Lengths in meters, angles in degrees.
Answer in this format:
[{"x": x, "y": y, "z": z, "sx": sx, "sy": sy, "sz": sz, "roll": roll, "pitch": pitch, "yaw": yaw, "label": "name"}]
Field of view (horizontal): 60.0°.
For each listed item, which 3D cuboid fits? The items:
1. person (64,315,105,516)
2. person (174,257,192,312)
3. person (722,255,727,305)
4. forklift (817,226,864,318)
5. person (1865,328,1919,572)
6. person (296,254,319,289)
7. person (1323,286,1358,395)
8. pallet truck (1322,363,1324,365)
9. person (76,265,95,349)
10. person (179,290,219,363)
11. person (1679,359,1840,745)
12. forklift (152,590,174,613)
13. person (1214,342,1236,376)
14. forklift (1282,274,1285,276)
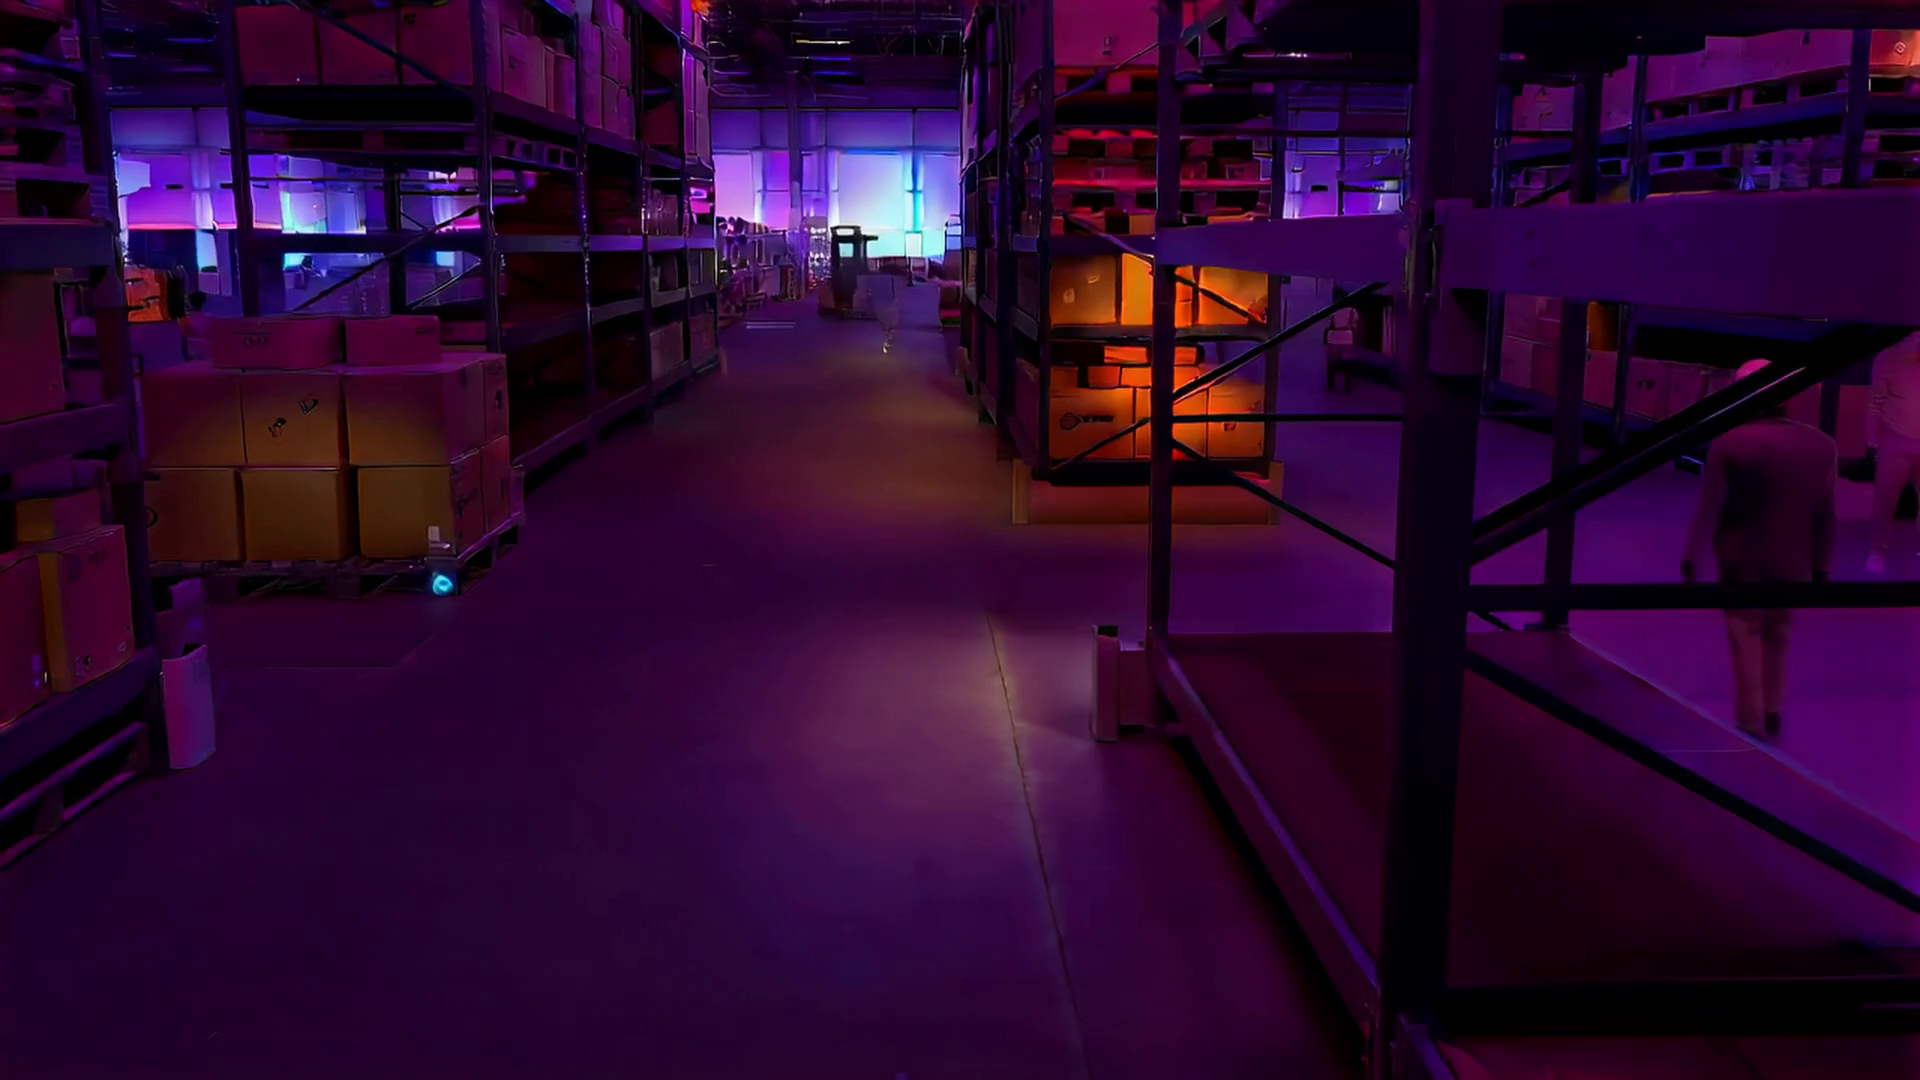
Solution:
[{"x": -6.982, "y": -0.936, "z": 13.462, "sx": 0.557, "sy": 1.743, "sz": 0.622, "roll": -7, "pitch": 12, "yaw": -34, "label": "person"}, {"x": -25.303, "y": -8.218, "z": 53.757, "sx": 0.872, "sy": 1.849, "sz": 0.597, "roll": -2, "pitch": 10, "yaw": -10, "label": "person"}, {"x": -8.735, "y": -9.604, "z": 61.526, "sx": 0.429, "sy": 1.839, "sz": 0.634, "roll": -5, "pitch": 11, "yaw": -25, "label": "person"}, {"x": -3.526, "y": -8.281, "z": 51.252, "sx": 1.129, "sy": 2.768, "sz": 1.873, "roll": -7, "pitch": 13, "yaw": -36, "label": "forklift"}, {"x": 6.749, "y": -0.696, "z": 11.749, "sx": 0.645, "sy": 1.898, "sz": 0.395, "roll": 5, "pitch": 11, "yaw": 24, "label": "person"}, {"x": -18.597, "y": -7.187, "z": 47.495, "sx": 1.014, "sy": 2.000, "sz": 0.692, "roll": 5, "pitch": 11, "yaw": 26, "label": "person"}, {"x": 5.775, "y": -3.008, "z": 25.213, "sx": 0.538, "sy": 1.676, "sz": 0.640, "roll": 0, "pitch": 10, "yaw": 1, "label": "person"}, {"x": 7.712, "y": -4.157, "z": 30.737, "sx": 1.885, "sy": 1.965, "sz": 0.823, "roll": 3, "pitch": 11, "yaw": 16, "label": "pallet truck"}, {"x": -18.690, "y": -5.010, "z": 35.739, "sx": 1.025, "sy": 1.909, "sz": 0.631, "roll": 7, "pitch": 12, "yaw": 33, "label": "person"}, {"x": -10.533, "y": -2.631, "z": 23.107, "sx": 0.540, "sy": 1.684, "sz": 0.491, "roll": -6, "pitch": 12, "yaw": -29, "label": "person"}, {"x": 3.700, "y": 0.061, "z": 7.756, "sx": 0.621, "sy": 1.801, "sz": 0.585, "roll": 0, "pitch": 10, "yaw": 1, "label": "person"}, {"x": -5.858, "y": -0.811, "z": 9.639, "sx": 1.873, "sy": 2.768, "sz": 1.129, "roll": -1, "pitch": 10, "yaw": -3, "label": "forklift"}, {"x": 4.409, "y": -3.531, "z": 27.534, "sx": 0.634, "sy": 1.906, "sz": 0.972, "roll": -3, "pitch": 11, "yaw": -17, "label": "person"}, {"x": 12.182, "y": -10.594, "z": 64.138, "sx": 1.129, "sy": 2.768, "sz": 1.873, "roll": 0, "pitch": 10, "yaw": -2, "label": "forklift"}]
